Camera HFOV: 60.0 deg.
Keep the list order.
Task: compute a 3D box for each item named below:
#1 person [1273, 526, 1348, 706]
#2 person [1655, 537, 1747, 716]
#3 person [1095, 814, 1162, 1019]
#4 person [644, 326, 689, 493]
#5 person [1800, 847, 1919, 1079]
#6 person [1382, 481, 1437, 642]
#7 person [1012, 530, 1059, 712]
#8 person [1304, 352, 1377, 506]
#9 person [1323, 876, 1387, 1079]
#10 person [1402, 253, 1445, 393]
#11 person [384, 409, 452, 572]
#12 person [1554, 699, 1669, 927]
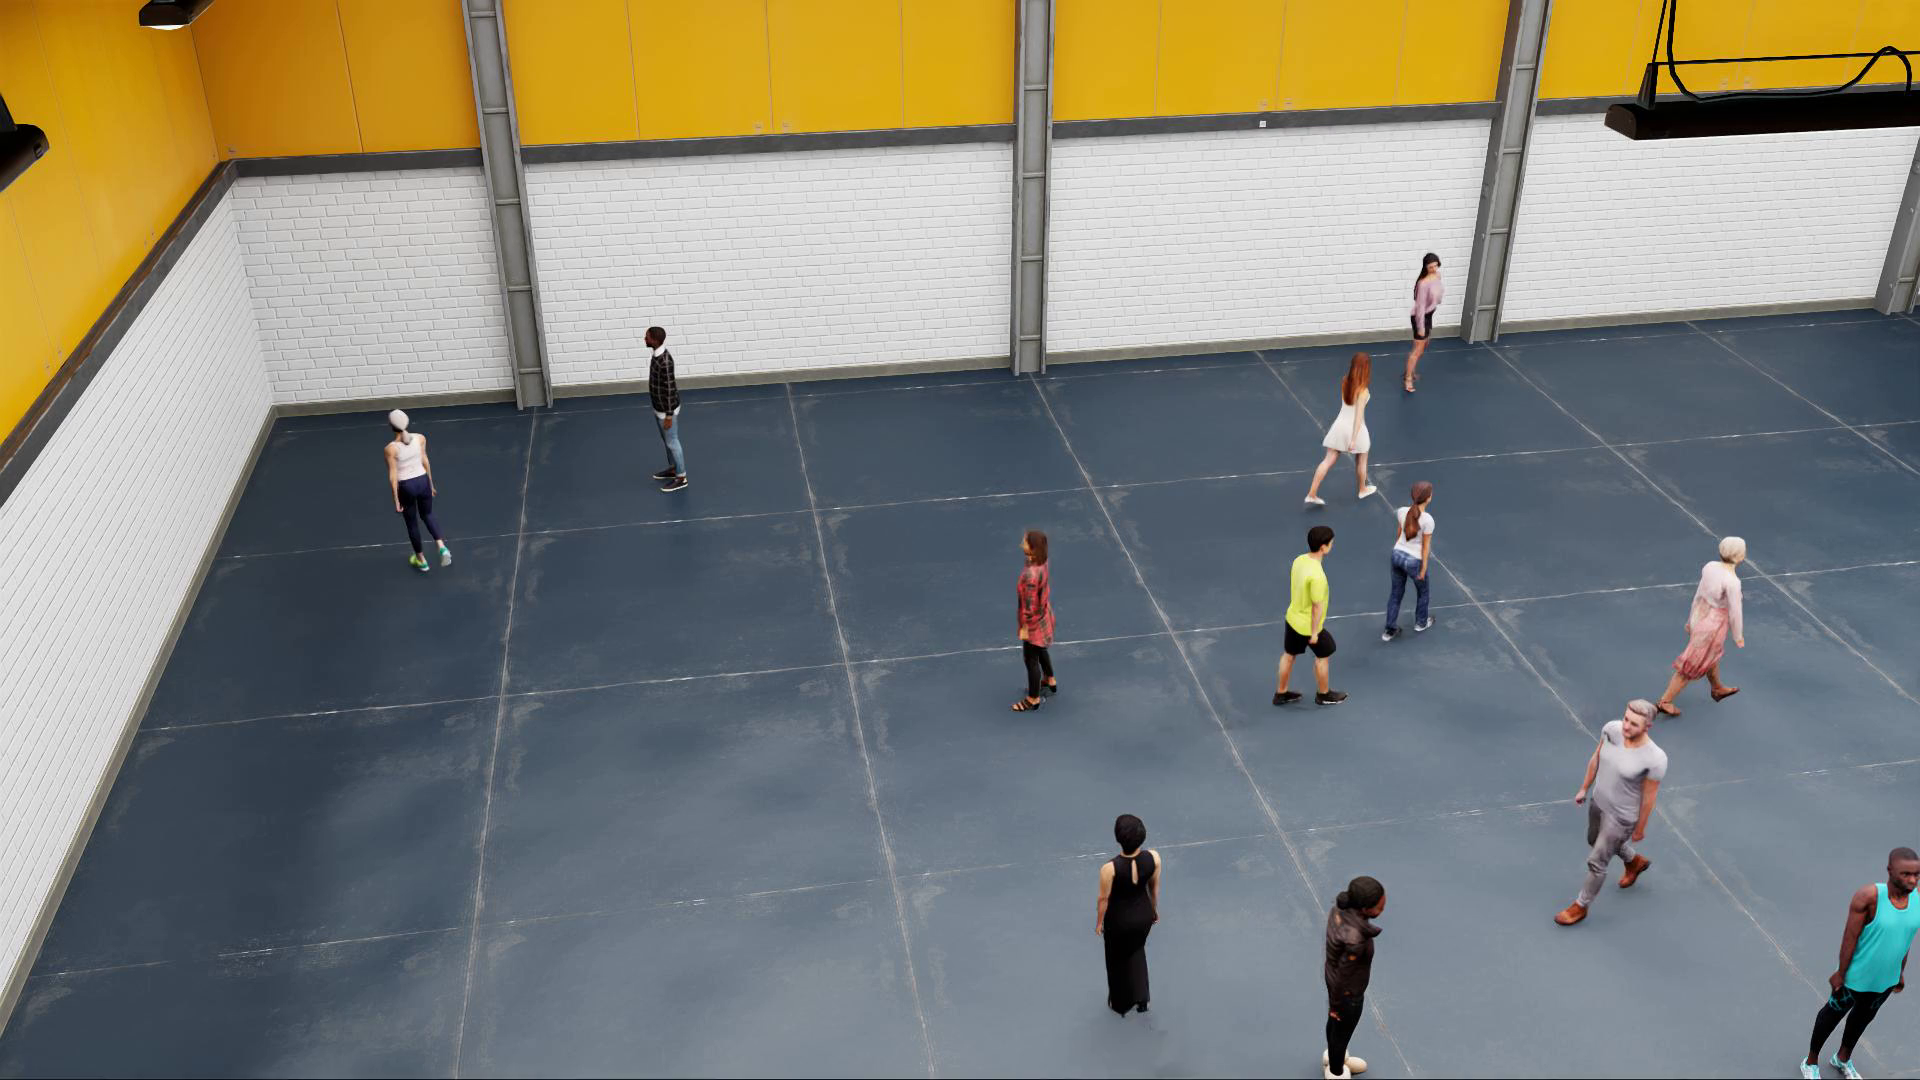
[{"bbox_3d":[2.816,0.668,13.864,0.873,1.692,0.716,-10,30,-17],"label":"person"},{"bbox_3d":[6.113,0.756,13.739,1.036,1.657,0.606,-4,29,-6],"label":"person"},{"bbox_3d":[1.108,2.480,10.650,0.626,1.589,0.714,-11,30,-19],"label":"person"},{"bbox_3d":[-3.088,-1.412,17.544,0.616,1.820,0.701,-10,30,-17],"label":"person"},{"bbox_3d":[5.547,2.617,10.166,0.468,1.811,0.682,-2,29,-4],"label":"person"},{"bbox_3d":[3.979,0.206,14.863,0.794,1.547,0.902,25,37,37],"label":"person"},{"bbox_3d":[0.632,0.644,13.893,0.724,1.705,0.778,9,30,16],"label":"person"},{"bbox_3d":[3.929,-1.099,17.122,1.203,1.675,0.855,-16,33,-27],"label":"person"},{"bbox_3d":[2.345,2.715,10.146,0.618,1.659,0.677,-5,29,-8],"label":"person"},{"bbox_3d":[5.467,-2.594,19.758,0.902,1.774,0.829,13,31,22],"label":"person"},{"bbox_3d":[-5.164,-0.429,15.879,0.928,1.688,0.903,25,37,38],"label":"person"},{"bbox_3d":[4.621,1.844,11.586,1.172,1.808,0.854,-11,31,-20],"label":"person"}]
